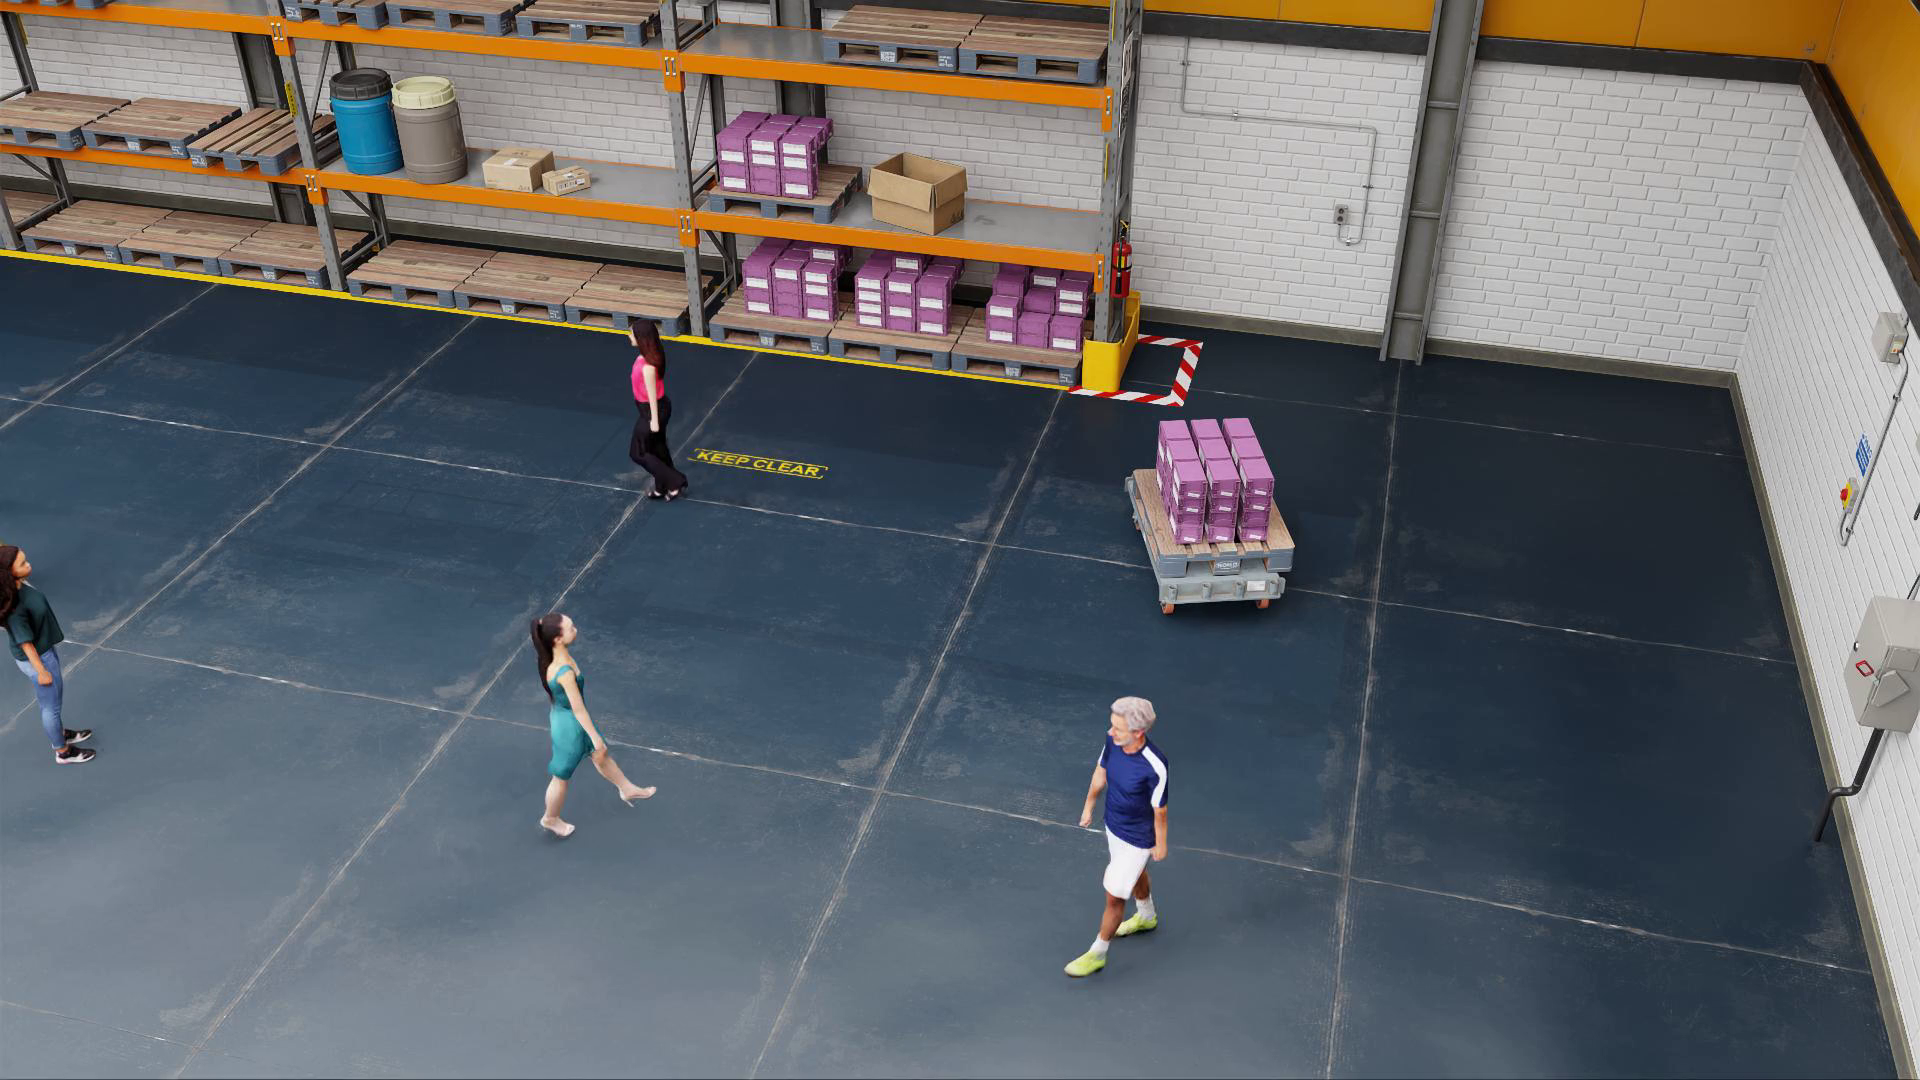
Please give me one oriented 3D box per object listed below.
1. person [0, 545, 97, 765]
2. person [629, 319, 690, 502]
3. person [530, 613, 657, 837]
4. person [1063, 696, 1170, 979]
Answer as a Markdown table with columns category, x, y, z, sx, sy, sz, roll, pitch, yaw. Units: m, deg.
| category | x | y | z | sx | sy | sz | roll | pitch | yaw |
| --- | --- | --- | --- | --- | --- | --- | --- | --- | --- |
| person | -5.976 | 0.734 | 10.757 | 0.770 | 1.614 | 0.713 | -16 | 37 | -23 |
| person | -2.388 | -1.005 | 13.343 | 0.759 | 1.647 | 0.700 | -2 | 34 | -4 |
| person | -2.441 | 1.164 | 10.074 | 1.058 | 1.653 | 0.935 | -13 | 36 | -18 |
| person | 1.026 | 1.580 | 9.307 | 1.081 | 1.811 | 1.018 | -18 | 37 | -24 |
